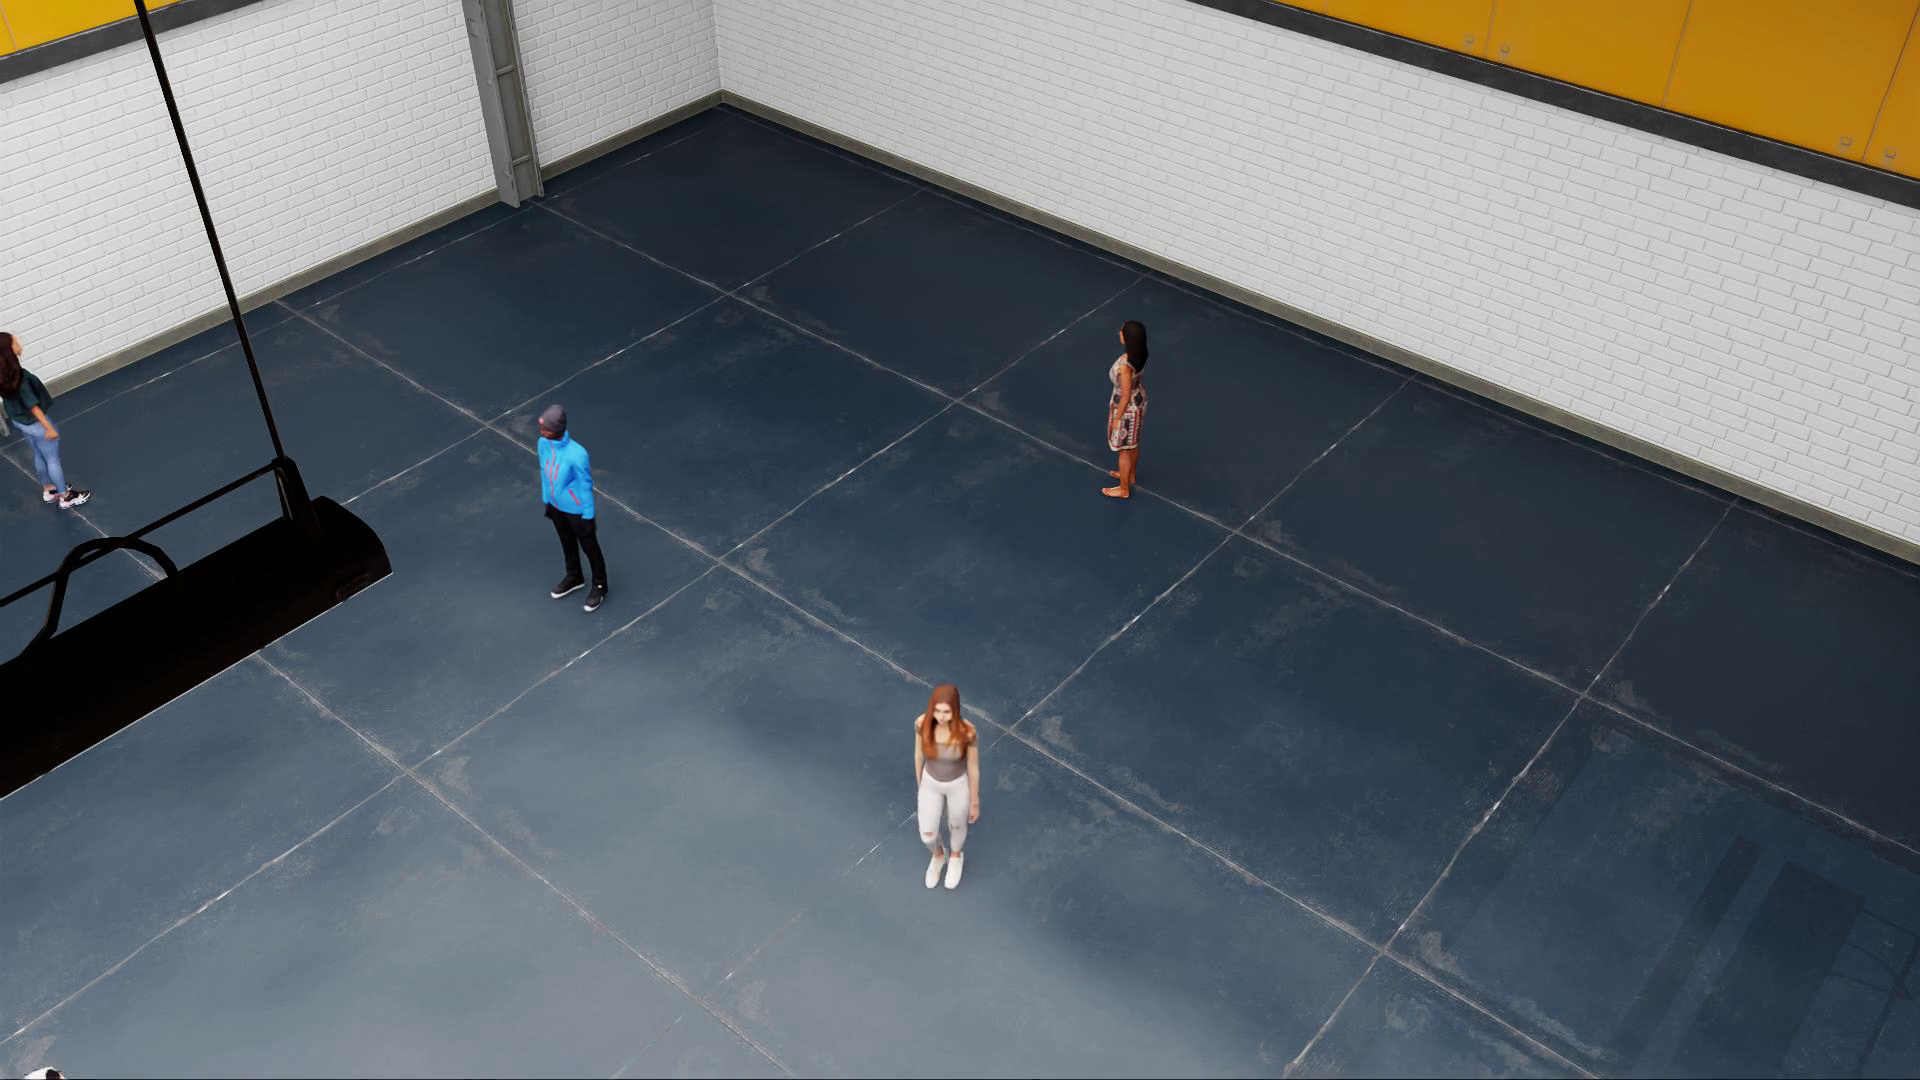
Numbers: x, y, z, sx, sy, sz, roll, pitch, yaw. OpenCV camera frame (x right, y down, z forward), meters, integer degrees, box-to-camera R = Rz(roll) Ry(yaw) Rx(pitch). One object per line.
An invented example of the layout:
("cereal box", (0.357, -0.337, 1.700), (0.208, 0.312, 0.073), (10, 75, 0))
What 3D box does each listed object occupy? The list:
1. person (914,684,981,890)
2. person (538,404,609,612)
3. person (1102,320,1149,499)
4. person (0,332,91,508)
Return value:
("person", (-0.052, 1.482, 10.372), (0.707, 1.713, 0.738), (8, 39, 10))
("person", (-2.916, -0.279, 12.507), (0.648, 1.800, 0.593), (20, 43, 24))
("person", (1.382, -1.083, 13.639), (0.770, 1.645, 0.584), (14, 41, 17))
("person", (-7.555, -0.971, 13.519), (0.603, 1.619, 0.595), (24, 44, 27))
